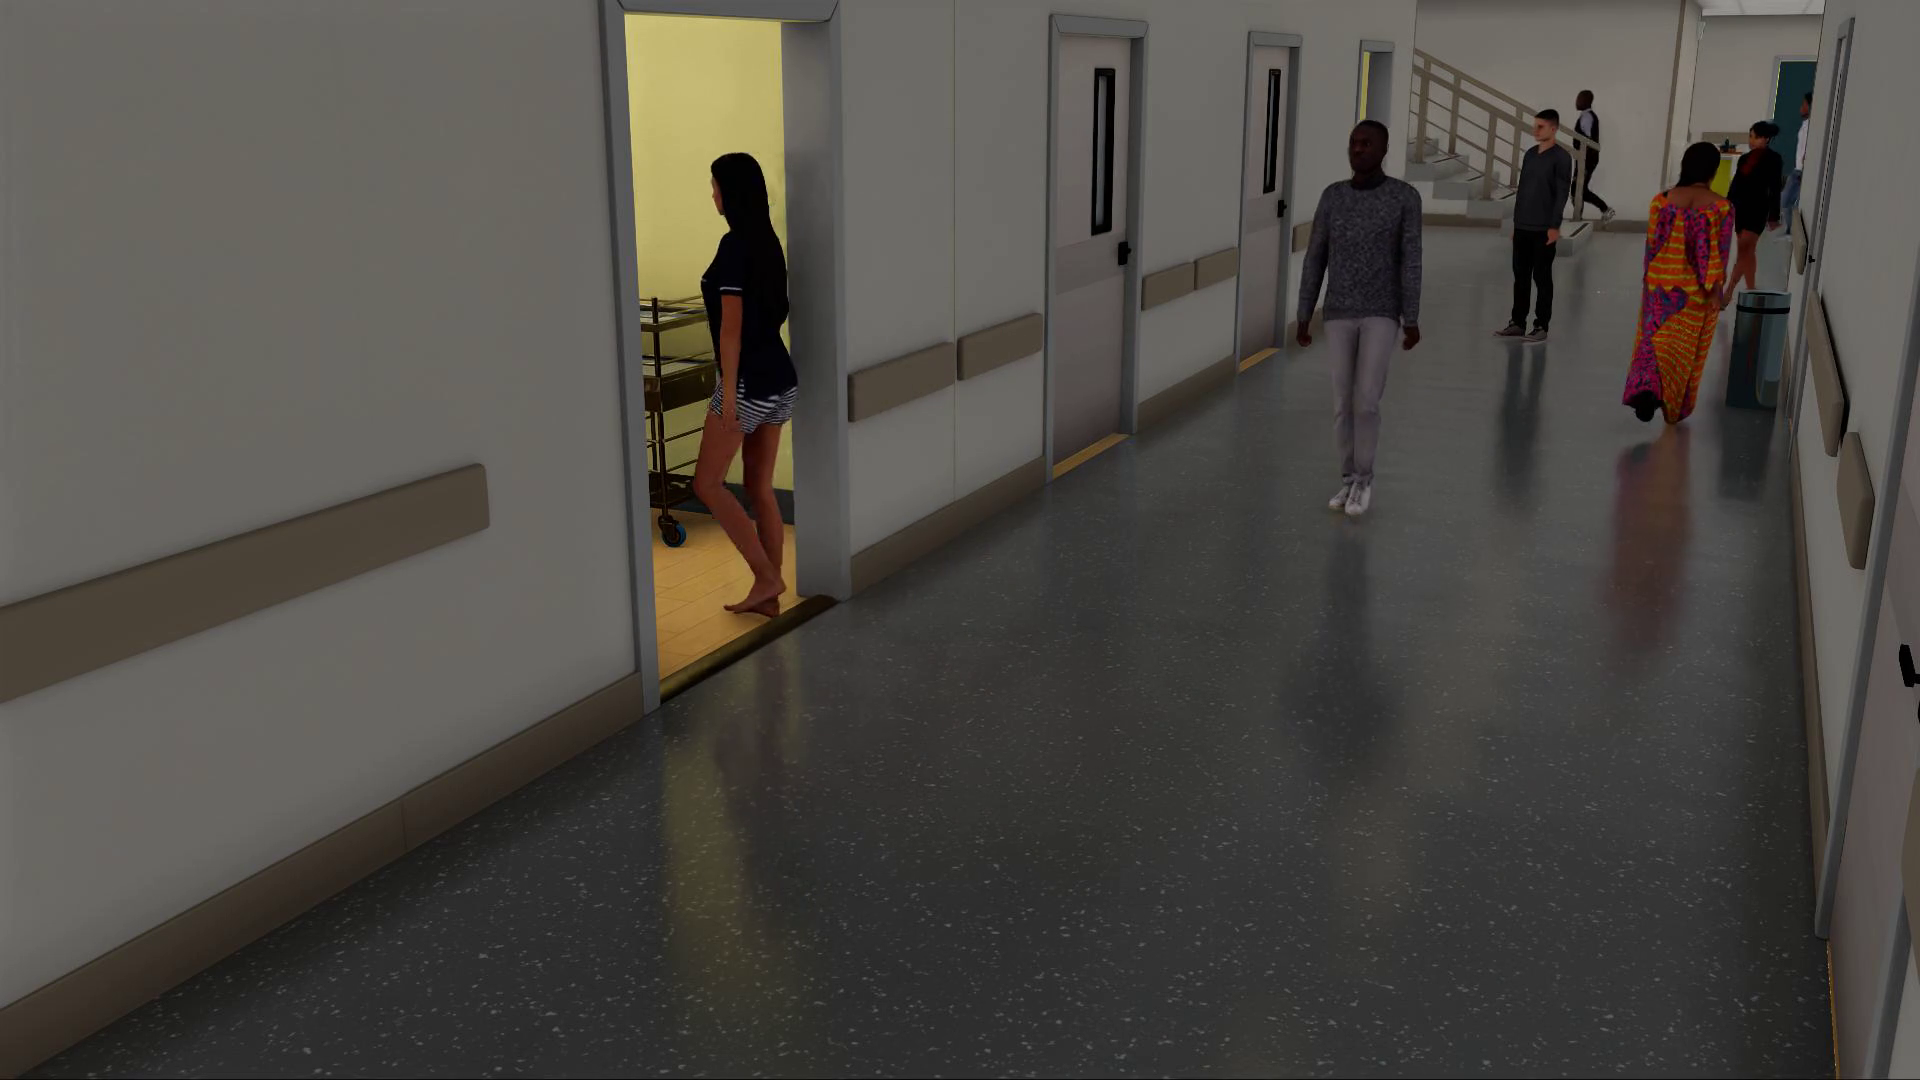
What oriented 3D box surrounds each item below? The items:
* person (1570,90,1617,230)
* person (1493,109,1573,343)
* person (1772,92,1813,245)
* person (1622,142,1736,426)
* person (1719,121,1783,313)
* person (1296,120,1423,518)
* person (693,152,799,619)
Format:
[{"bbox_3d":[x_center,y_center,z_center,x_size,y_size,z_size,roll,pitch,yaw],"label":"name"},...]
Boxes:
[{"bbox_3d":[8.142,-4.856,21.426,0.920,1.802,0.707,9,18,30],"label":"person"},{"bbox_3d":[4.496,-2.448,12.952,0.763,1.766,0.663,-9,18,-30],"label":"person"},{"bbox_3d":[10.204,-4.407,19.852,0.792,1.794,0.748,13,21,39],"label":"person"},{"bbox_3d":[4.202,-1.487,9.742,0.988,1.660,0.728,9,18,29],"label":"person"},{"bbox_3d":[6.876,-2.757,14.332,0.965,1.613,0.927,-7,17,-23],"label":"person"},{"bbox_3d":[1.936,-1.042,7.862,0.630,1.824,0.813,10,19,33],"label":"person"},{"bbox_3d":[-0.699,-0.544,6.237,0.574,1.747,0.609,7,17,23],"label":"person"}]
